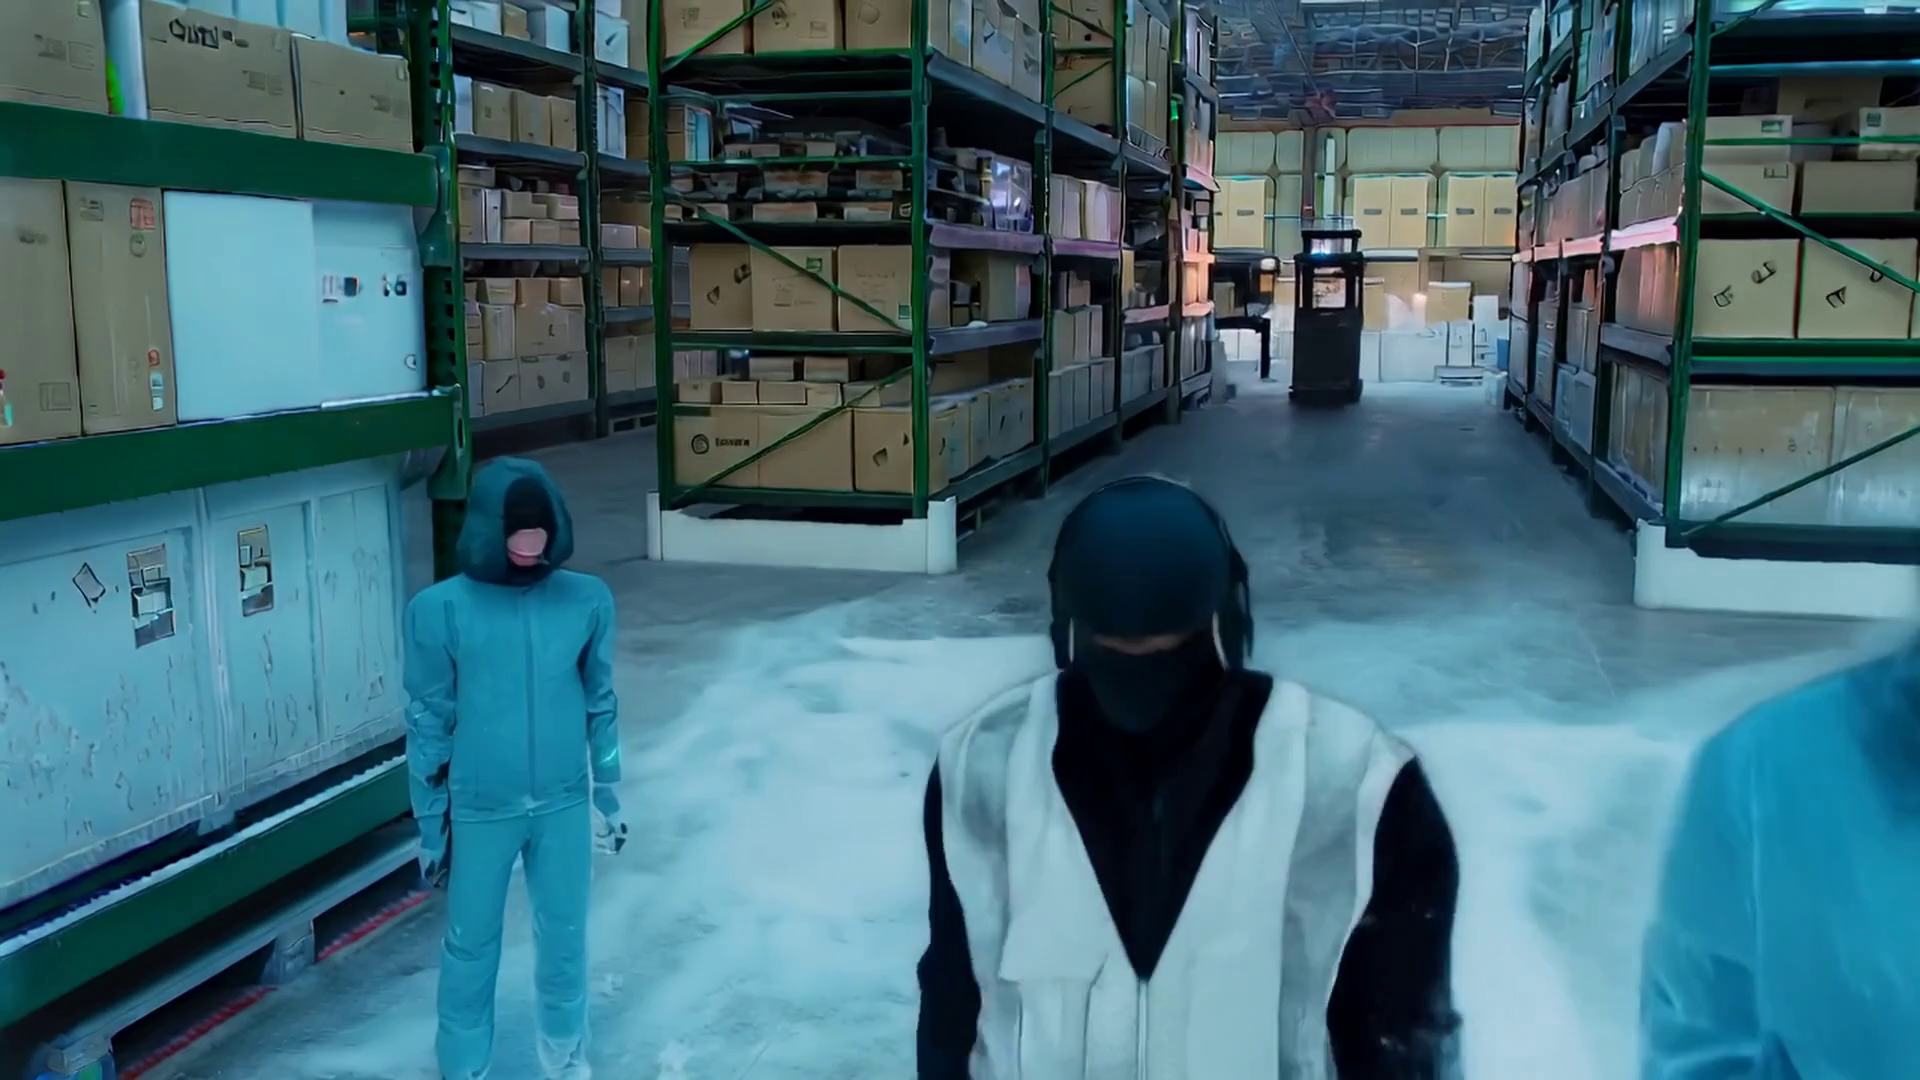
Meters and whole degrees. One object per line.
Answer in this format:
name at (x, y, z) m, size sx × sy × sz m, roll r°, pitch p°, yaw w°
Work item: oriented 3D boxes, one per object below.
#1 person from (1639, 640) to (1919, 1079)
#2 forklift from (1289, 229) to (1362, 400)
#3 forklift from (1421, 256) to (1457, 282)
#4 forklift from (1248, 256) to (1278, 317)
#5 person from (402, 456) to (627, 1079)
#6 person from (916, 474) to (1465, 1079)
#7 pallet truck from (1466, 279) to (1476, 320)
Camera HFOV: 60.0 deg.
person at (1.017, 0.827, 1.685) m, size 0.665 × 1.890 × 0.549 m, roll 3°, pitch 9°, yaw 16°
forklift at (6.189, -3.797, 27.893) m, size 1.129 × 2.768 × 1.873 m, roll 2°, pitch 9°, yaw 15°
forklift at (12.457, -6.235, 43.383) m, size 1.129 × 2.768 × 1.873 m, roll 2°, pitch 9°, yaw 15°
forklift at (11.207, -9.047, 61.251) m, size 1.129 × 2.768 × 1.873 m, roll 2°, pitch 9°, yaw 15°
person at (-0.992, 0.623, 3.763) m, size 0.497 × 1.633 × 0.285 m, roll -7°, pitch 11°, yaw -37°
person at (0.221, 0.837, 1.867) m, size 0.649 × 1.806 × 0.855 m, roll 2°, pitch 9°, yaw 14°
pallet truck at (18.896, -8.459, 60.307) m, size 1.885 × 1.965 × 0.823 m, roll 5°, pitch 10°, yaw 31°
